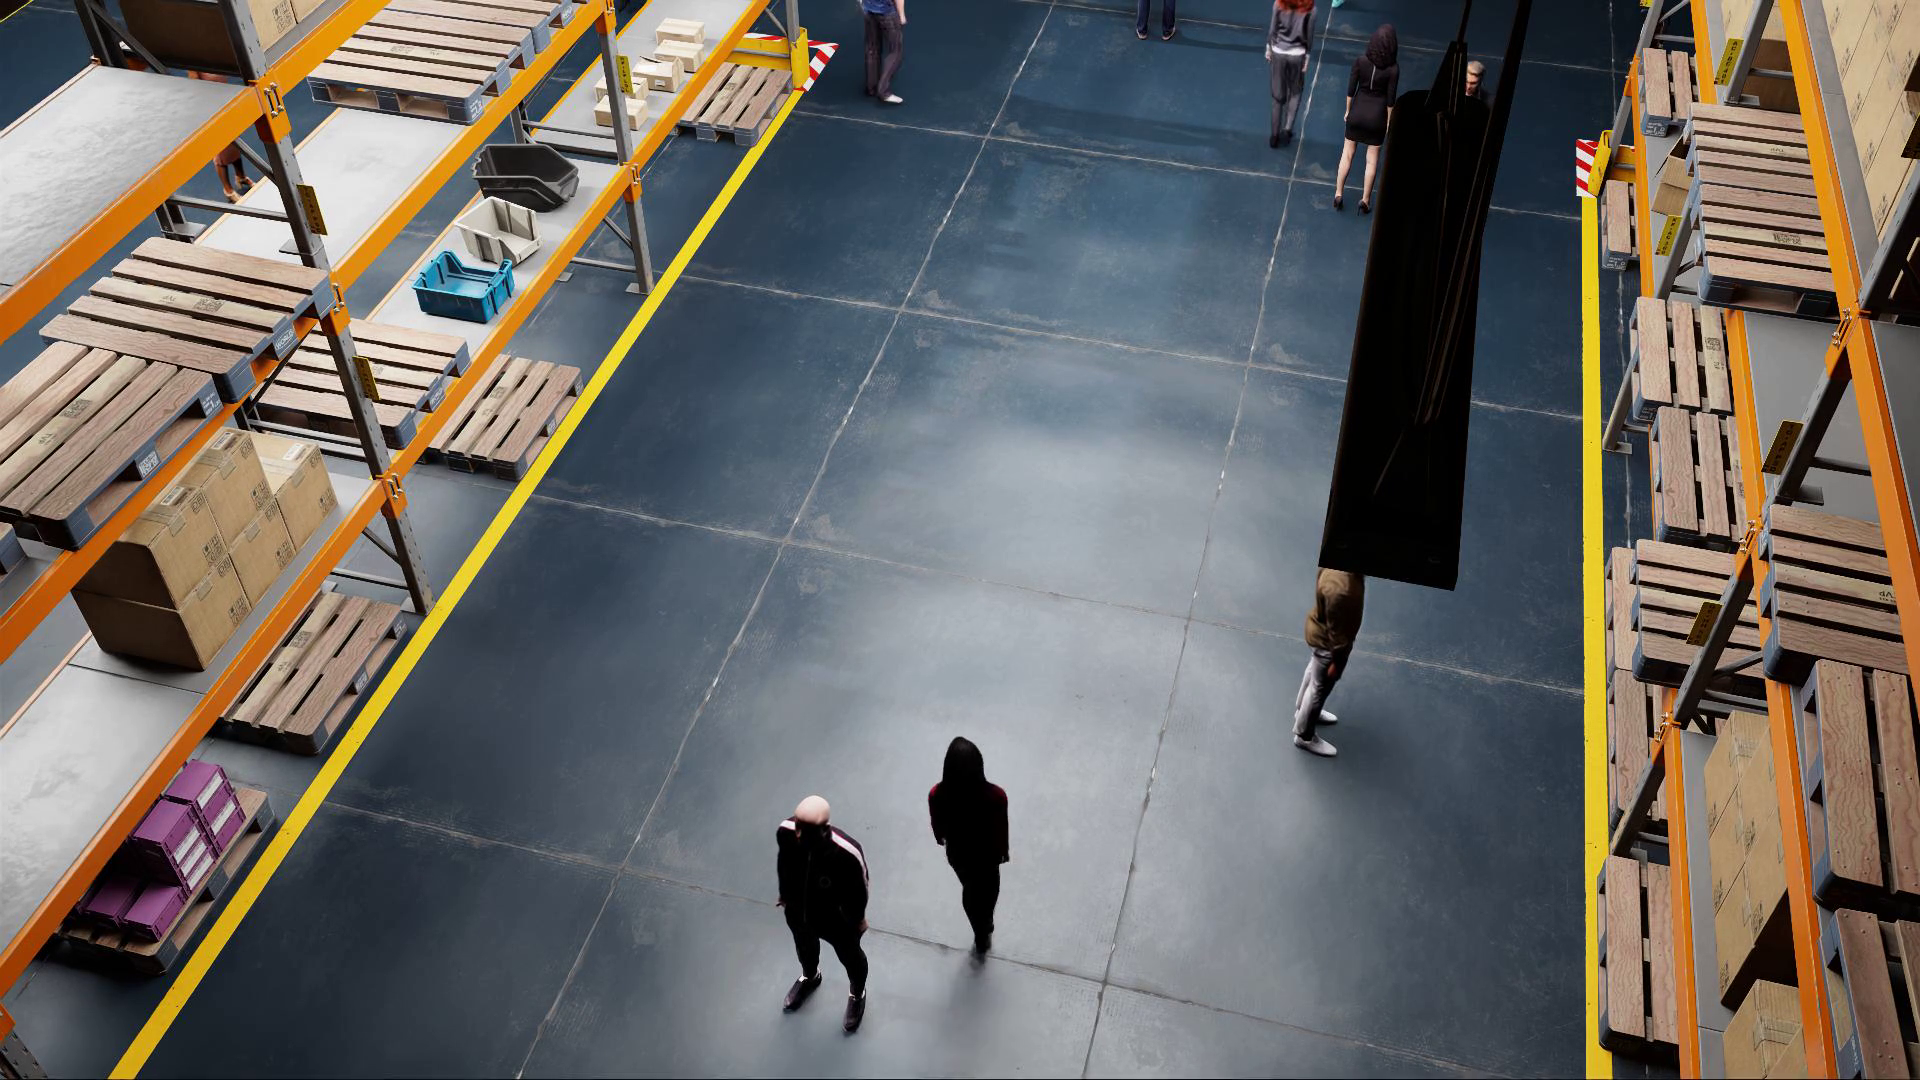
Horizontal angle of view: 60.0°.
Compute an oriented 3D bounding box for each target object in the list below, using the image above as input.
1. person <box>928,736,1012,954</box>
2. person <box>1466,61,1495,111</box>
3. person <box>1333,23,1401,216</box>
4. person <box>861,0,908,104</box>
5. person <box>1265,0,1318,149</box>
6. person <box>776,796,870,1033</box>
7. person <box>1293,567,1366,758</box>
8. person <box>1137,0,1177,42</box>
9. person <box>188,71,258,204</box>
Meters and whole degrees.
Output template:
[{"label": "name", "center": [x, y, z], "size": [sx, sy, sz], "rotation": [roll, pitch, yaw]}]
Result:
[{"label": "person", "center": [0.065, 1.787, 9.191], "size": [0.665, 1.635, 0.632], "rotation": [3, 44, 3]}, {"label": "person", "center": [4.407, -3.428, 14.559], "size": [0.788, 1.781, 1.069], "rotation": [14, 45, 14]}, {"label": "person", "center": [3.637, -3.741, 14.869], "size": [0.627, 1.806, 0.558], "rotation": [20, 47, 20]}, {"label": "person", "center": [-0.781, -5.201, 16.365], "size": [0.797, 1.857, 0.752], "rotation": [18, 47, 18]}, {"label": "person", "center": [3.076, -4.501, 15.696], "size": [0.572, 1.767, 0.531], "rotation": [11, 45, 11]}, {"label": "person", "center": [-0.724, 1.954, 8.869], "size": [0.712, 1.837, 0.619], "rotation": [17, 46, 17]}, {"label": "person", "center": [2.301, 0.594, 10.305], "size": [0.785, 1.825, 0.520], "rotation": [8, 44, 8]}, {"label": "person", "center": [2.086, -6.126, 17.339], "size": [0.697, 1.853, 0.597], "rotation": [7, 44, 7]}, {"label": "person", "center": [-6.732, -3.901, 15.020], "size": [0.650, 1.830, 0.484], "rotation": [6, 44, 7]}]
